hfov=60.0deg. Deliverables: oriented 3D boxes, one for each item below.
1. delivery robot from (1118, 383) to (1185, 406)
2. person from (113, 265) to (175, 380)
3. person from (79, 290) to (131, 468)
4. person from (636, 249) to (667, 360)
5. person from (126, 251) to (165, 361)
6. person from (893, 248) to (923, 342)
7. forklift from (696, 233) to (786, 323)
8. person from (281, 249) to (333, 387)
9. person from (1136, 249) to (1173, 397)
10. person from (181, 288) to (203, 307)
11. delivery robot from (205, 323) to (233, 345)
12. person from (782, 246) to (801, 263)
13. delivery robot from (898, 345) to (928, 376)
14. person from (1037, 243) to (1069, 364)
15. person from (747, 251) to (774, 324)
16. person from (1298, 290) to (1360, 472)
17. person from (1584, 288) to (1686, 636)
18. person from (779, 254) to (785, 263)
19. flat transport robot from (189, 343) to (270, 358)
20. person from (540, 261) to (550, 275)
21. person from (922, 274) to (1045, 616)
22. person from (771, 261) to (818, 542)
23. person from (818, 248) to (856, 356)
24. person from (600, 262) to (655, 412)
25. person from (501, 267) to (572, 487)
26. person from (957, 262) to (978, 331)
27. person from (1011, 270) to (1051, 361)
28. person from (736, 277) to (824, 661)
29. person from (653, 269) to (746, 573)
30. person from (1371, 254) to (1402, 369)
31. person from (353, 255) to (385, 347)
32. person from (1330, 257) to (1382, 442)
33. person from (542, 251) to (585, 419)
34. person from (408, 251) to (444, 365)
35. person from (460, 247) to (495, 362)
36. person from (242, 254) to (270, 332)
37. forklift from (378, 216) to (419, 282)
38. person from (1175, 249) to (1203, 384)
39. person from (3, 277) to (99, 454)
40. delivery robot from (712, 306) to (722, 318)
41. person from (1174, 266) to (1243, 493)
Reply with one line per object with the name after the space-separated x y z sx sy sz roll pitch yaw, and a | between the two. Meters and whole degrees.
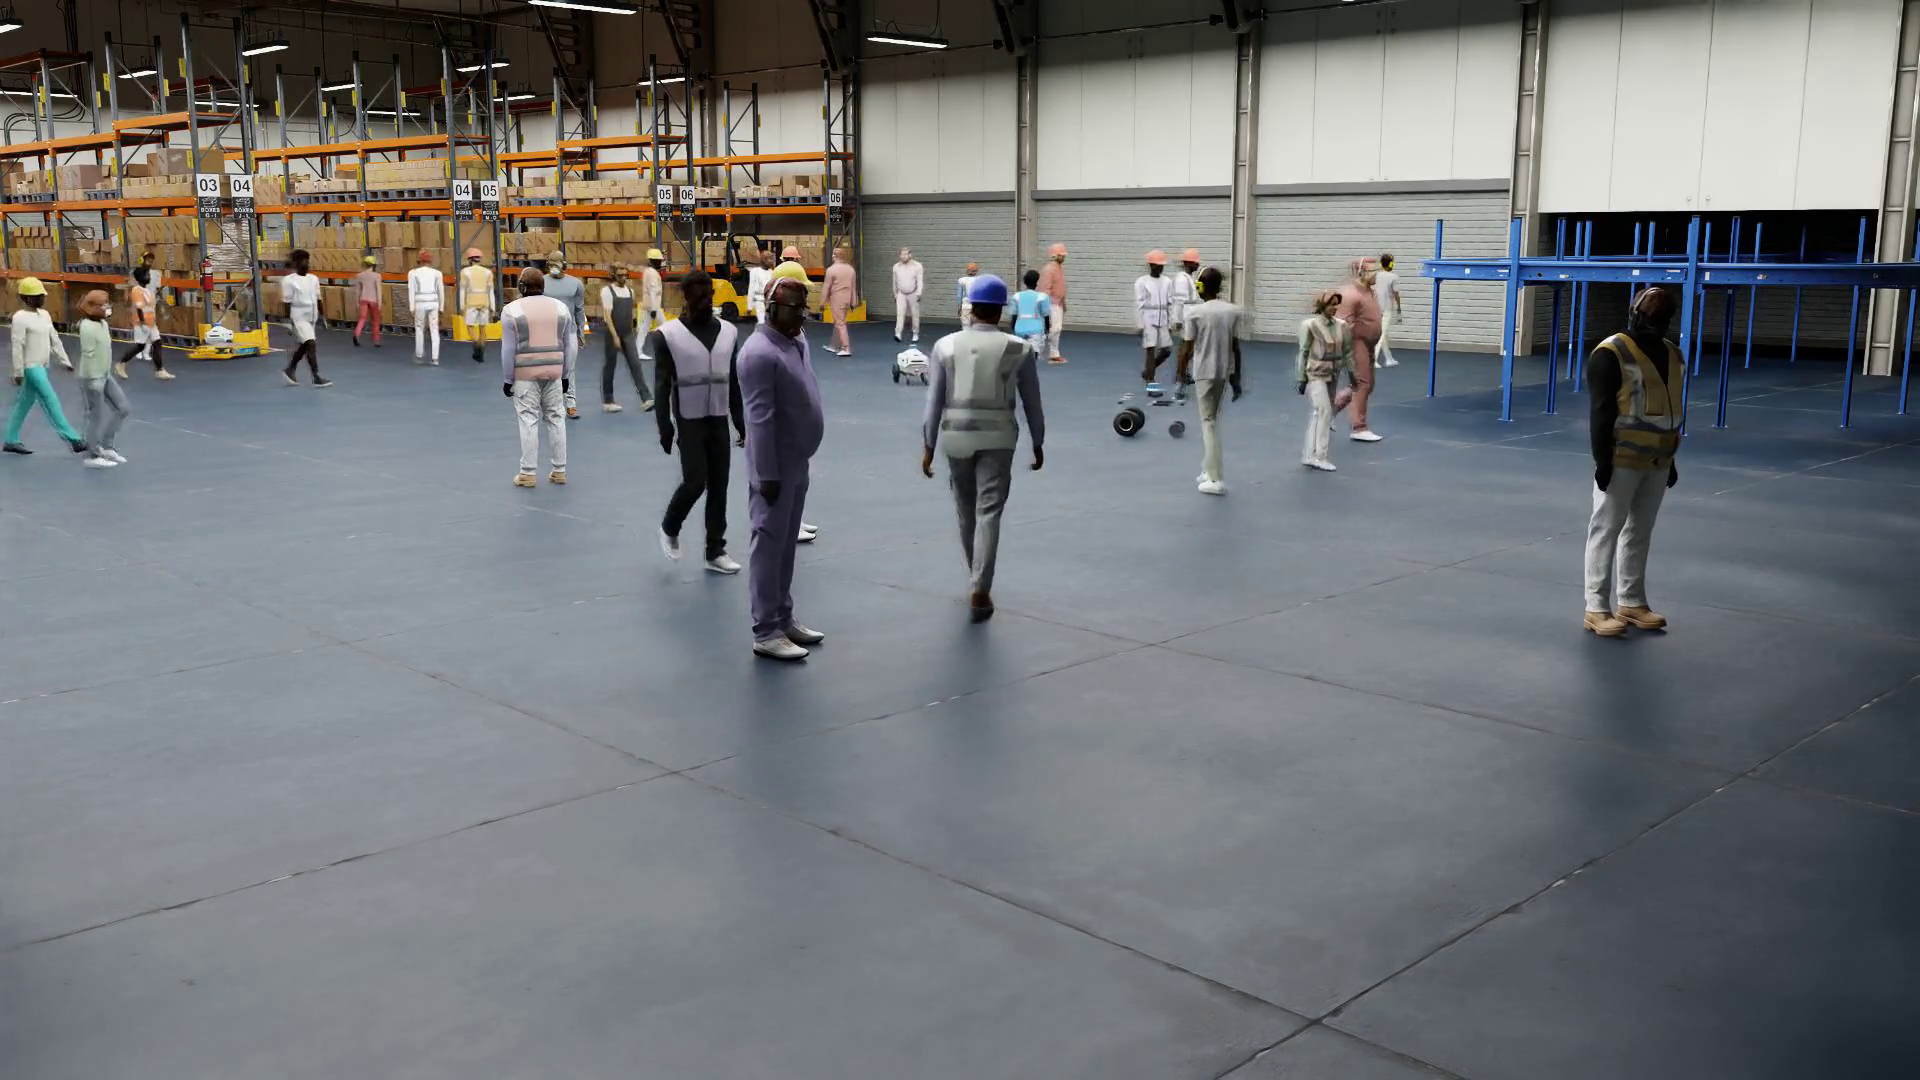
2.044 -1.560 17.741 0.698 0.223 0.335 3 11 14 | delivery robot
-11.957 -3.163 24.253 0.755 1.673 0.536 -1 10 -6 | person
-7.816 -1.462 15.146 0.439 1.610 0.518 -1 10 -7 | person
-5.144 -4.001 28.287 0.974 1.870 0.609 -5 11 -24 | person
-13.800 -3.963 28.204 0.566 1.839 0.436 -9 14 -40 | person
-1.039 -4.855 33.031 0.646 1.849 1.023 2 11 10 | person
-5.496 -6.489 41.108 2.313 2.155 1.214 -10 14 -44 | forklift
-9.285 -3.140 23.468 0.959 1.930 0.619 4 11 23 | person
2.564 -2.877 22.035 0.567 1.923 0.595 -5 11 -25 | person
-17.470 -5.610 37.776 0.469 1.617 0.517 8 13 37 | person
-13.325 -3.661 29.907 0.477 0.478 0.707 -2 11 -11 | delivery robot
-2.682 -3.661 26.272 0.377 1.938 0.547 -5 11 -24 | person
-0.680 -2.572 23.969 0.477 0.478 0.707 -2 11 -12 | delivery robot
1.564 -3.908 27.520 0.504 1.981 0.628 5 11 24 | person
-3.168 -3.840 27.494 0.940 1.844 0.595 9 13 39 | person
3.333 -1.426 14.952 0.518 1.615 0.626 -7 13 -35 | person
3.617 -0.421 8.890 0.622 1.837 0.430 -5 12 -27 | person
-3.287 -4.583 31.601 0.403 1.829 0.593 3 11 15 | person
-12.770 -3.321 29.085 0.652 0.197 1.431 1 11 8 | flat transport robot
-7.625 -4.359 30.882 0.914 1.633 0.535 10 14 42 | person
0.147 -0.560 9.517 0.651 1.885 1.012 3 11 15 | person
-1.183 -0.968 11.606 0.360 1.930 0.587 0 10 -2 | person
-2.231 -4.201 29.416 0.925 1.870 0.647 8 13 37 | person
-3.986 -2.403 19.826 0.927 1.791 0.496 10 14 42 | person
-3.604 -1.388 14.138 0.627 1.845 0.429 -8 13 -38 | person
0.208 -4.057 29.243 0.523 1.640 0.306 -1 10 -4 | person
0.917 -2.767 22.167 0.540 1.664 0.837 4 11 21 | person
-0.885 -0.371 8.433 0.402 1.904 0.638 2 11 10 | person
-1.629 -0.750 10.481 0.604 1.906 0.534 -10 14 -44 | person
6.821 -3.675 26.676 0.954 1.824 0.537 -8 13 -38 | person
-11.257 -4.530 31.596 0.555 1.728 0.784 2 11 8 | person
4.081 -1.978 17.213 0.629 1.890 0.655 6 12 31 | person
-4.642 -2.371 19.255 0.630 1.931 0.369 -4 11 -22 | person
-8.810 -3.823 27.397 0.595 1.844 0.872 -7 12 -32 | person
-8.075 -3.940 27.861 0.561 1.912 0.588 -6 12 -29 | person
-15.597 -5.452 36.665 0.868 1.705 0.492 9 14 41 | person
-17.868 -9.201 54.028 1.873 2.768 1.129 -10 14 -44 | forklift
3.292 -3.180 23.718 0.500 1.921 0.543 4 11 19 | person
-8.870 -1.670 16.038 0.957 1.707 0.529 -1 10 -5 | person
-6.030 -5.440 39.607 0.707 0.478 0.477 1 10 4 | delivery robot
2.021 -1.332 13.809 0.531 1.841 0.702 -5 11 -24 | person
